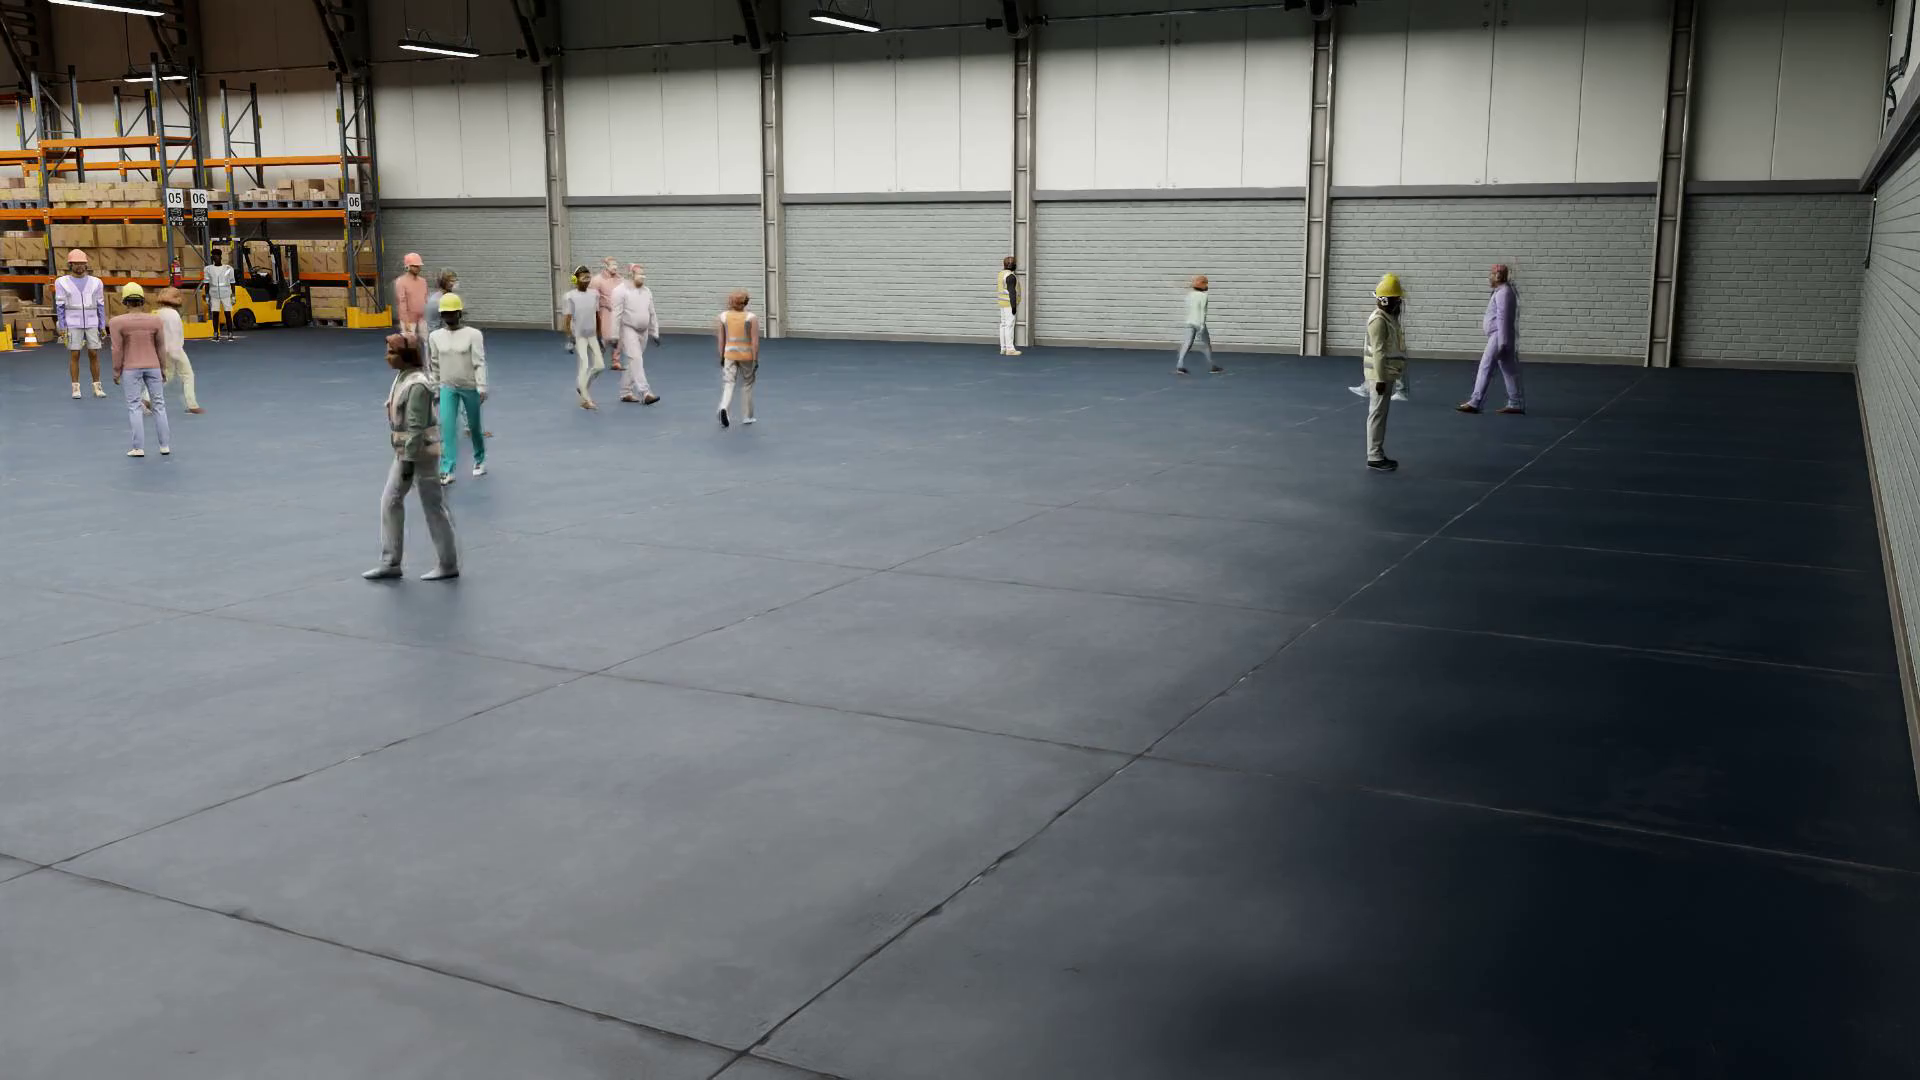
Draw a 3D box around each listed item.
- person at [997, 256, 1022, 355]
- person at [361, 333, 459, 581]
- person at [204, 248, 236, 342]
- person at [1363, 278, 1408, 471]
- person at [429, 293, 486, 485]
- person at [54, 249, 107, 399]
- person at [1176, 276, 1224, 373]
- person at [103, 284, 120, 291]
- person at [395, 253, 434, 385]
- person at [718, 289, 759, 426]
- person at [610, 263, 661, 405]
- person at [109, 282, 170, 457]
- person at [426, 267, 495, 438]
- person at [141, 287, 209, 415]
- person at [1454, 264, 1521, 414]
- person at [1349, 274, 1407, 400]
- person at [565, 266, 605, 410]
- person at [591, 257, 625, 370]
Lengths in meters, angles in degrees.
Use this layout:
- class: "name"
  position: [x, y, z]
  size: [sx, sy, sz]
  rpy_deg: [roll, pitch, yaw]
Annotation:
- class: "person"
  position: [0.935, -4.402, 31.294]
  size: [0.429, 1.844, 0.627]
  rpy_deg: [-3, 11, -18]
- class: "person"
  position: [-3.605, -0.518, 10.732]
  size: [0.702, 1.611, 0.558]
  rpy_deg: [-7, 12, -32]
- class: "person"
  position: [-15.573, -5.147, 35.013]
  size: [0.613, 1.963, 0.362]
  rpy_deg: [-3, 11, -17]
- class: "person"
  position: [4.076, -1.585, 15.957]
  size: [0.404, 1.832, 0.594]
  rpy_deg: [4, 11, 19]
- class: "person"
  position: [-4.585, -1.401, 15.273]
  size: [0.536, 1.724, 0.902]
  rpy_deg: [0, 10, 0]
- class: "person"
  position: [-12.092, -2.970, 22.923]
  size: [0.608, 2.048, 0.365]
  rpy_deg: [-8, 13, -38]
- class: "person"
  position: [3.884, -3.497, 27.038]
  size: [0.852, 1.583, 0.516]
  rpy_deg: [-5, 11, -25]
- class: "person"
  position: [-20.174, -5.799, 39.414]
  size: [0.851, 1.660, 0.539]
  rpy_deg: [5, 12, 27]
- class: "person"
  position: [-8.038, -3.265, 24.743]
  size: [0.728, 1.972, 0.627]
  rpy_deg: [6, 12, 32]
- class: "person"
  position: [-2.621, -2.142, 19.577]
  size: [0.522, 1.613, 0.719]
  rpy_deg: [2, 11, 12]
- class: "person"
  position: [-4.246, -2.729, 22.120]
  size: [0.939, 1.854, 0.665]
  rpy_deg: [7, 12, 33]
- class: "person"
  position: [-8.340, -1.726, 16.905]
  size: [0.526, 1.768, 0.331]
  rpy_deg: [-9, 14, -41]
- class: "person"
  position: [-5.722, -2.075, 18.469]
  size: [0.999, 1.900, 0.644]
  rpy_deg: [1, 10, 7]
- class: "person"
  position: [-9.913, -2.354, 20.799]
  size: [0.503, 1.614, 0.742]
  rpy_deg: [10, 14, 42]
- class: "person"
  position: [6.690, -2.518, 20.941]
  size: [0.902, 1.866, 0.677]
  rpy_deg: [5, 11, 24]
- class: "person"
  position: [5.738, -2.762, 22.693]
  size: [0.849, 1.701, 0.508]
  rpy_deg: [4, 11, 20]
- class: "person"
  position: [-4.830, -2.606, 21.468]
  size: [0.429, 1.851, 0.568]
  rpy_deg: [9, 14, 41]
- class: "person"
  position: [-5.803, -3.756, 27.638]
  size: [0.464, 1.888, 0.650]
  rpy_deg: [9, 14, 40]
